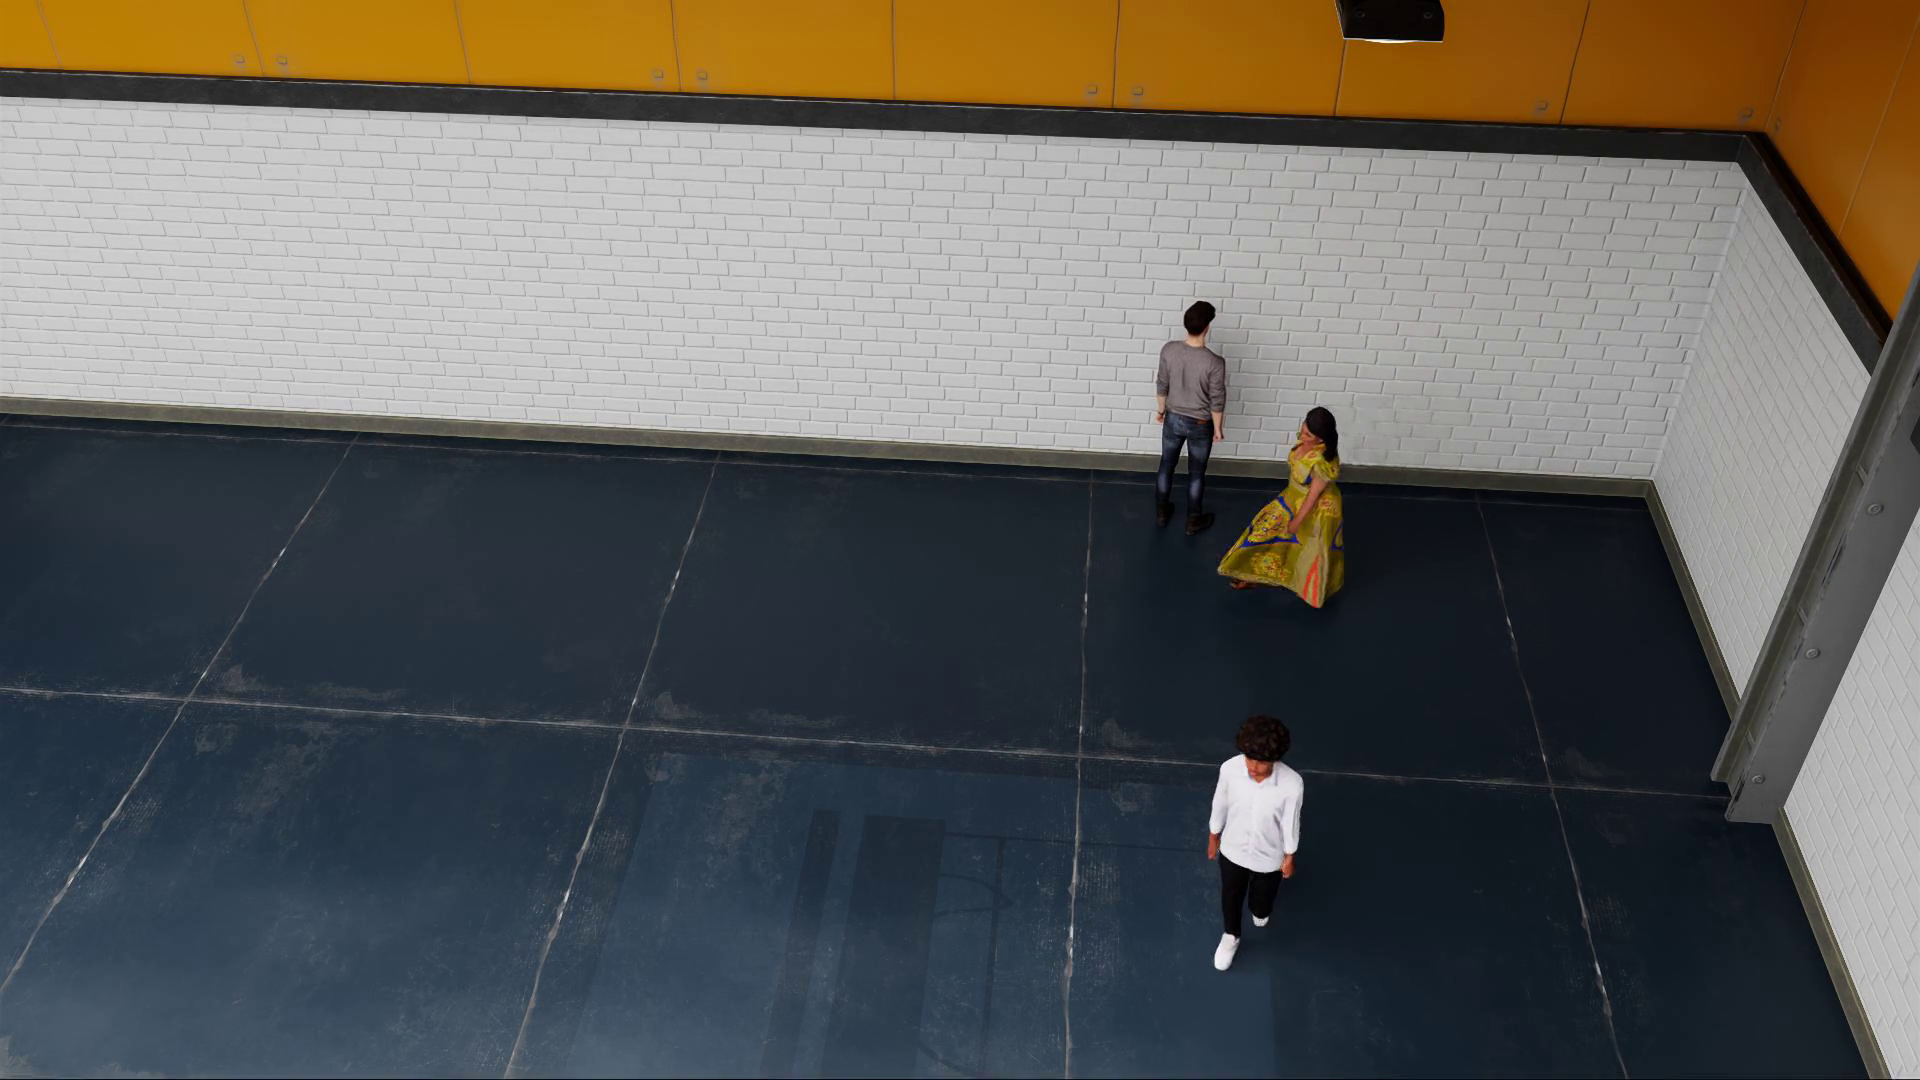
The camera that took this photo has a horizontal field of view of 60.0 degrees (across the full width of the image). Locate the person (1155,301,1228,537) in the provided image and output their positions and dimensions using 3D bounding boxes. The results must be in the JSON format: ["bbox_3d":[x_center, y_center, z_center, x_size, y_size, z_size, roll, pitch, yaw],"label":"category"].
[{"bbox_3d":[1.661,-0.871,12.104,0.766,1.904,0.742,19,43,23],"label":"person"}]

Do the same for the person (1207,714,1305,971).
[{"bbox_3d":[1.628,1.599,9.094,0.787,1.799,0.879,15,41,18],"label":"person"}]

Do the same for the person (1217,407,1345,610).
[{"bbox_3d":[2.505,-0.235,11.527,1.078,1.629,1.210,-9,39,-11],"label":"person"}]
